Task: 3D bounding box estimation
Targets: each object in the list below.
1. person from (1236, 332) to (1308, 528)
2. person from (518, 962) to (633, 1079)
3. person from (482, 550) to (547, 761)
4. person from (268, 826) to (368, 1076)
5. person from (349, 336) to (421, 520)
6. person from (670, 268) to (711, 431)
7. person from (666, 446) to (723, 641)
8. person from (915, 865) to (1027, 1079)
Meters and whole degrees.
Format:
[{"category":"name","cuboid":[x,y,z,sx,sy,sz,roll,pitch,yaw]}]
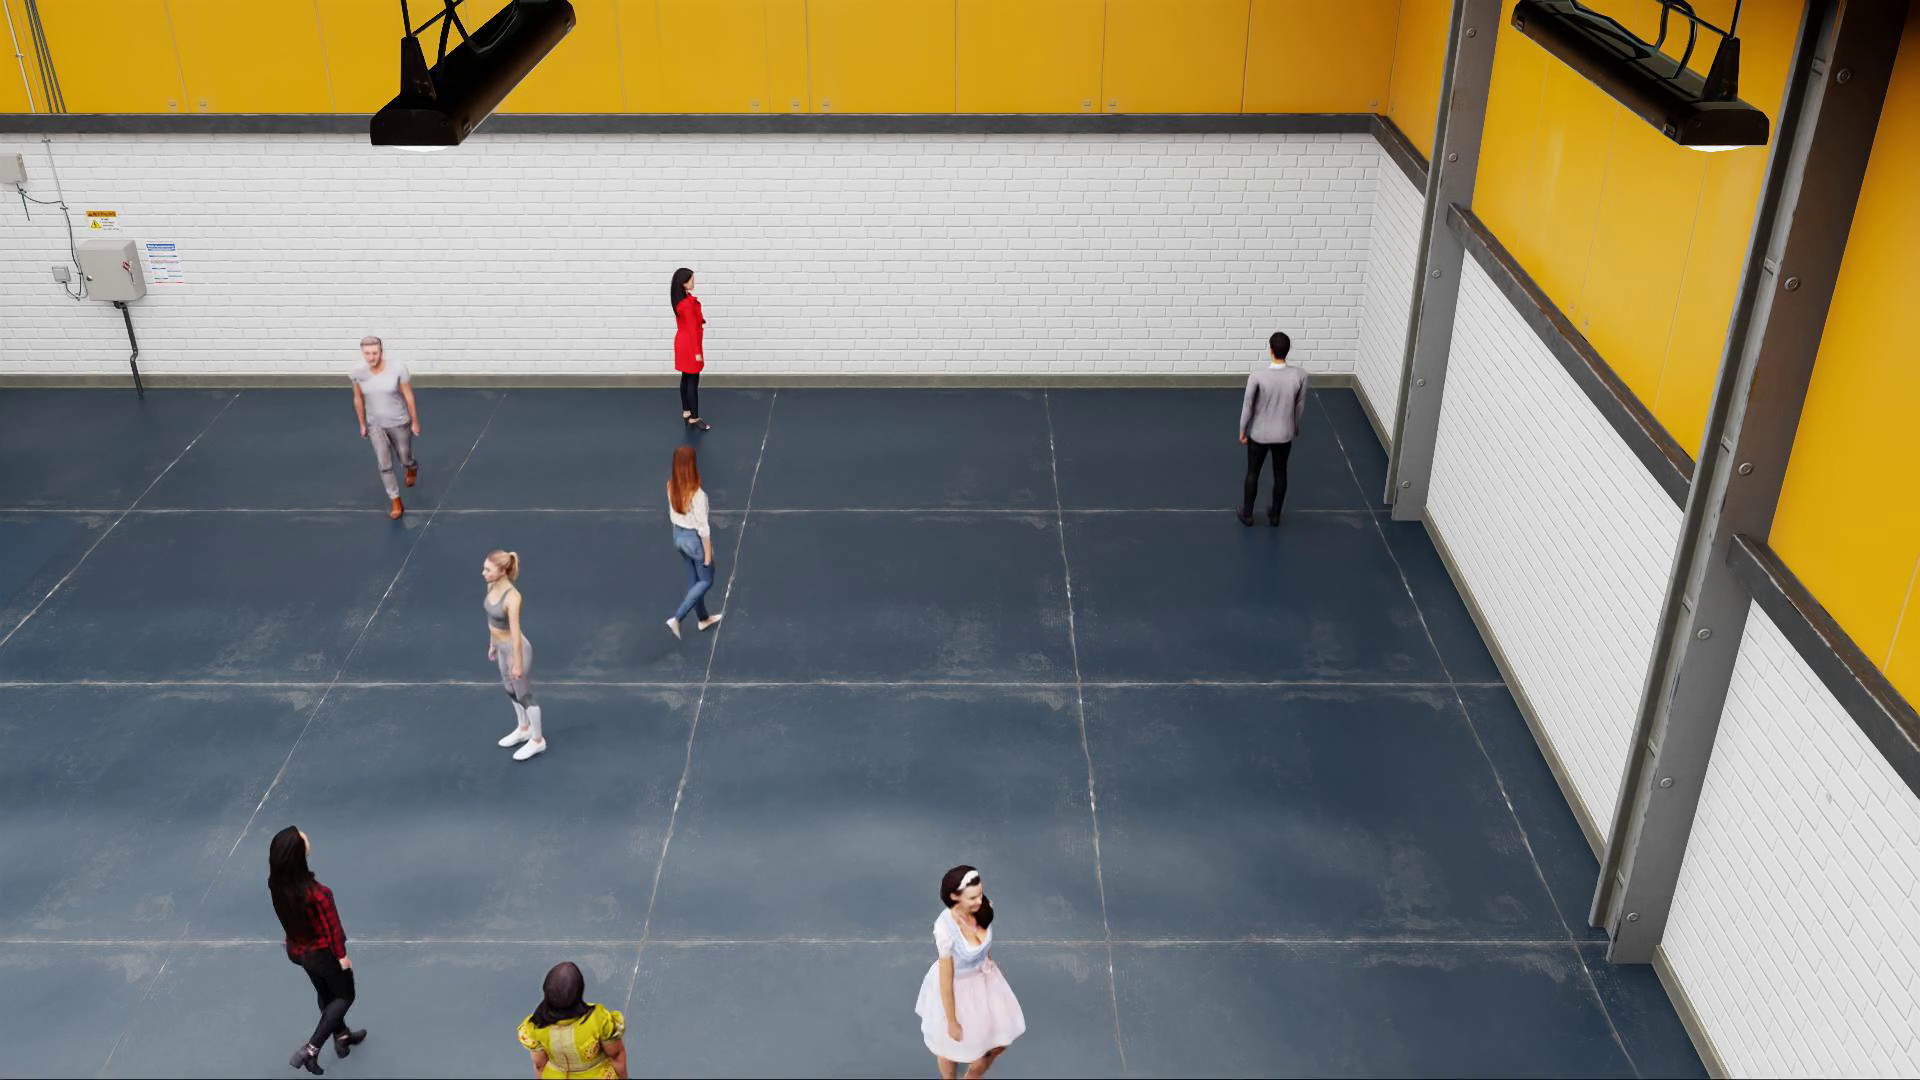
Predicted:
[{"category":"person","cuboid":[2.889,-0.996,15.285,0.759,1.921,0.673,-2,29,-3]},{"category":"person","cuboid":[-1.940,2.829,8.545,0.859,1.660,0.775,-2,29,-4]},{"category":"person","cuboid":[-3.264,0.821,12.183,0.699,1.702,0.625,-21,35,-33]},{"category":"person","cuboid":[-3.686,2.371,9.403,0.777,1.644,0.883,14,31,23]},{"category":"person","cuboid":[-5.369,-1.131,15.659,0.799,1.801,1.068,-3,29,-6]},{"category":"person","cuboid":[-2.820,-1.985,17.278,0.780,1.750,0.688,-13,31,-22]},{"category":"person","cuboid":[-2.248,0.056,13.574,0.897,1.713,0.994,22,36,35]},{"category":"person","cuboid":[-0.051,2.460,9.073,0.955,1.804,0.899,24,37,37]}]
